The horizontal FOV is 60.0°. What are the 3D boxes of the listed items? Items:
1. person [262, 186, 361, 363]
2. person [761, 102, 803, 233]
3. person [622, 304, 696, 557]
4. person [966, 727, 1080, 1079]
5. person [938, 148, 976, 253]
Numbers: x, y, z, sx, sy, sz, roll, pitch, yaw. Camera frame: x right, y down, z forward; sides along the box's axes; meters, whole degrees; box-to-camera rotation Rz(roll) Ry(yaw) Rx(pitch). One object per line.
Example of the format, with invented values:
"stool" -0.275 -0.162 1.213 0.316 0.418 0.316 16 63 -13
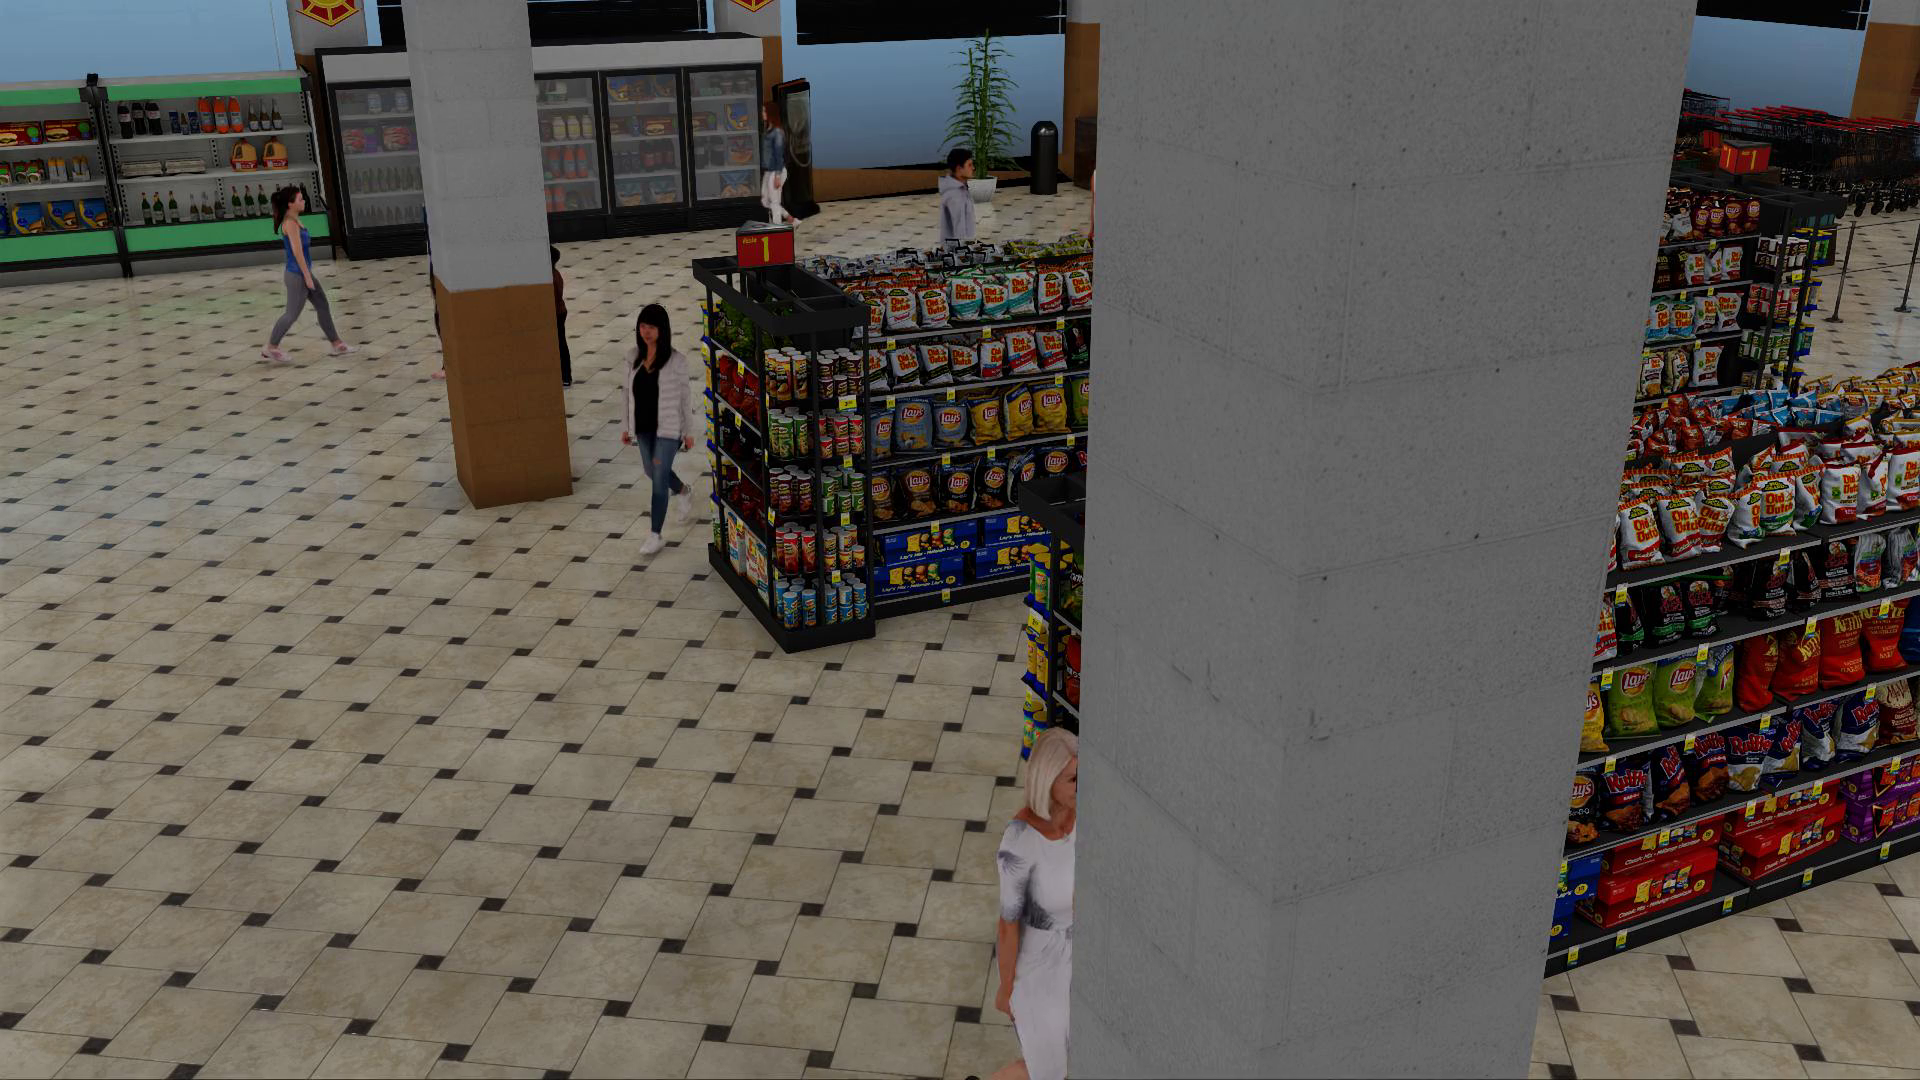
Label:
"person" -6.021 -2.347 14.958 1.087 1.572 0.677 -7 23 -17
"person" -2.125 -4.341 19.754 0.792 1.695 0.627 -9 24 -21
"person" -1.956 -0.760 10.948 1.039 1.616 1.104 7 23 18
"person" 0.206 1.367 5.492 0.791 1.738 0.756 16 27 34
"person" -0.118 -2.581 15.073 0.853 1.919 0.831 0 22 1
